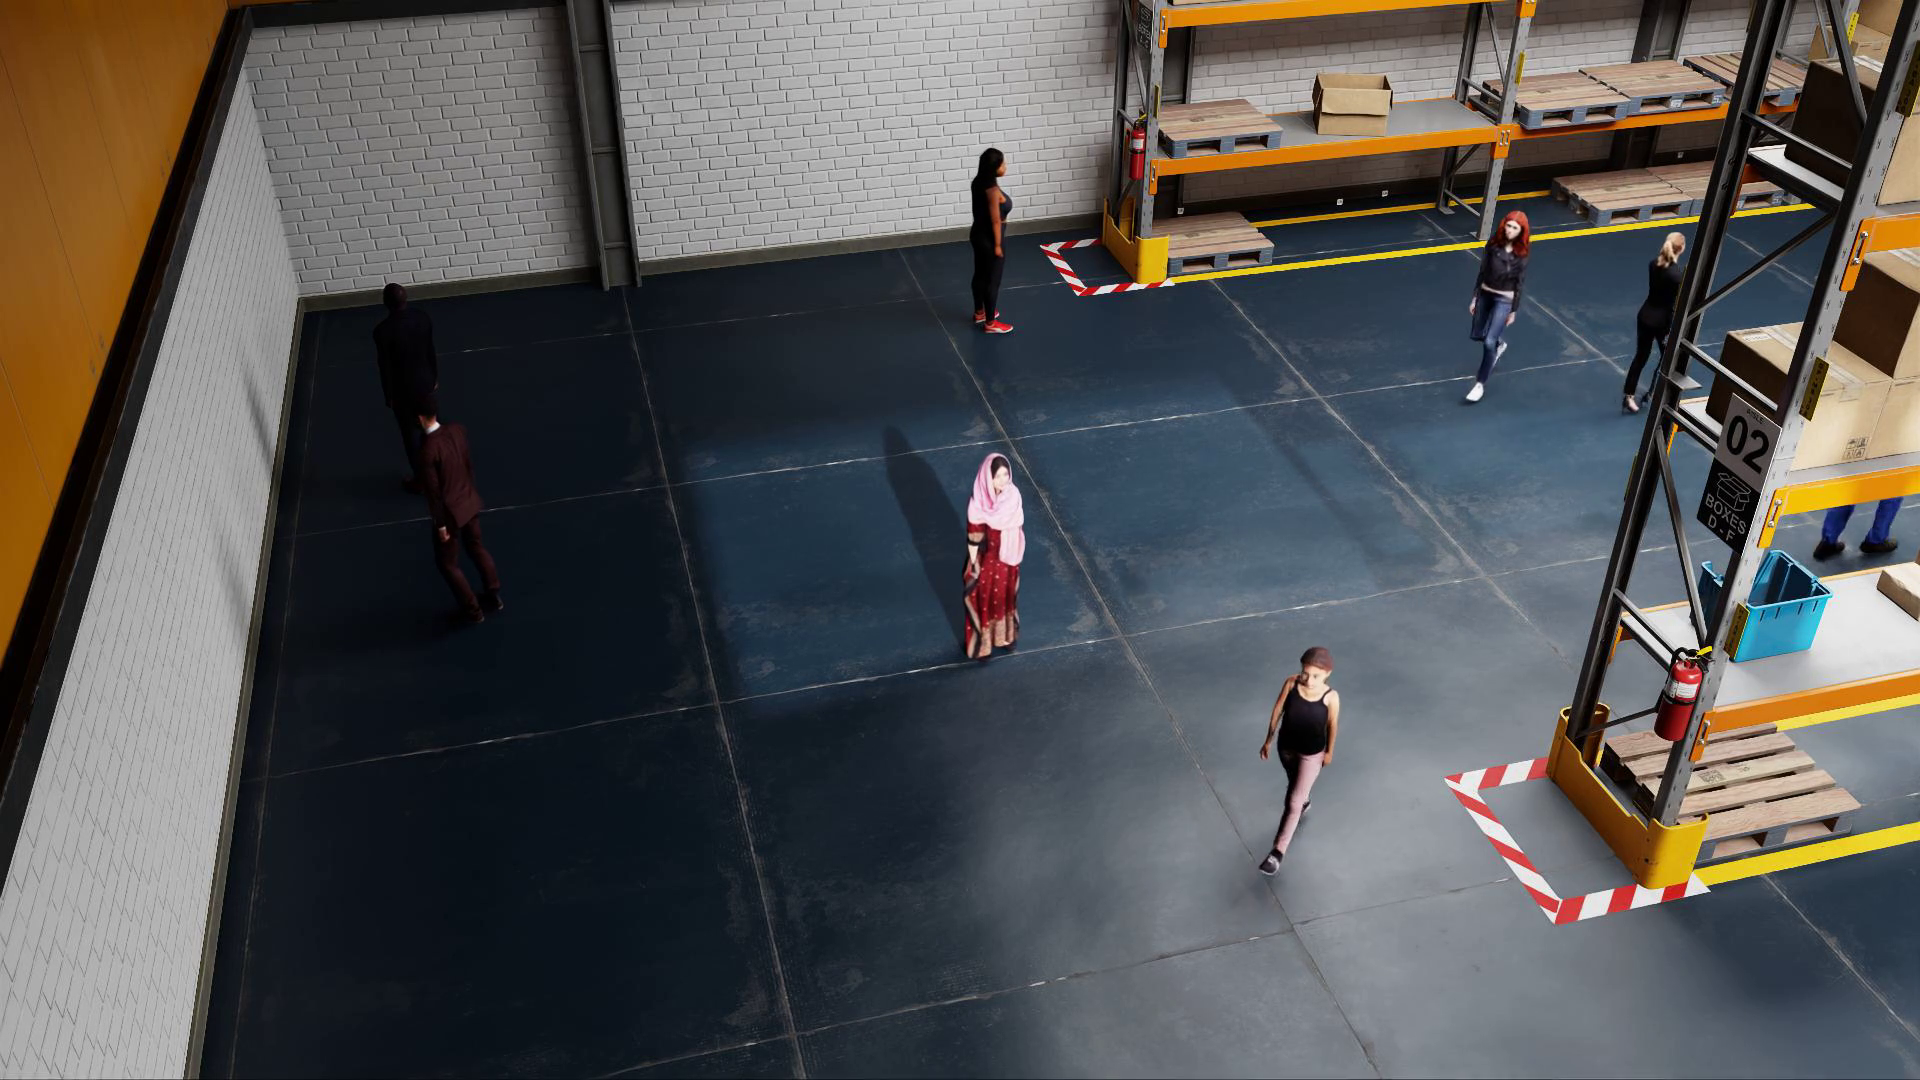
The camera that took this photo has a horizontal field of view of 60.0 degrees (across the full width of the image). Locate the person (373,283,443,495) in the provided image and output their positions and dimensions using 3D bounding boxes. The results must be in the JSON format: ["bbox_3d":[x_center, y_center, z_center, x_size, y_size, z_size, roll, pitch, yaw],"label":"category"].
[{"bbox_3d":[-4.475,-1.251,13.603,0.845,1.818,0.759,22,39,29],"label":"person"}]

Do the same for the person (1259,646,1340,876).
[{"bbox_3d":[2.104,1.237,10.128,0.936,1.522,1.071,23,40,31],"label":"person"}]

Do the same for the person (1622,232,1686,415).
[{"bbox_3d":[6.056,-1.878,14.668,0.668,1.685,0.654,-12,35,-17],"label":"person"}]

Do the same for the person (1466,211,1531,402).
[{"bbox_3d":[4.856,-2.144,14.988,0.899,1.774,1.059,27,42,34],"label":"person"}]

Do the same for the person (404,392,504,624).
[{"bbox_3d":[-3.658,-0.219,12.024,0.858,1.848,0.832,12,36,18],"label":"person"}]

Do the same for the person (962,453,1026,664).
[{"bbox_3d":[0.232,0.102,11.730,0.657,1.638,0.801,-21,39,-28],"label":"person"}]

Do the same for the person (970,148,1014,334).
[{"bbox_3d":[0.272,-2.912,16.106,0.629,1.814,0.672,-12,35,-17],"label":"person"}]
